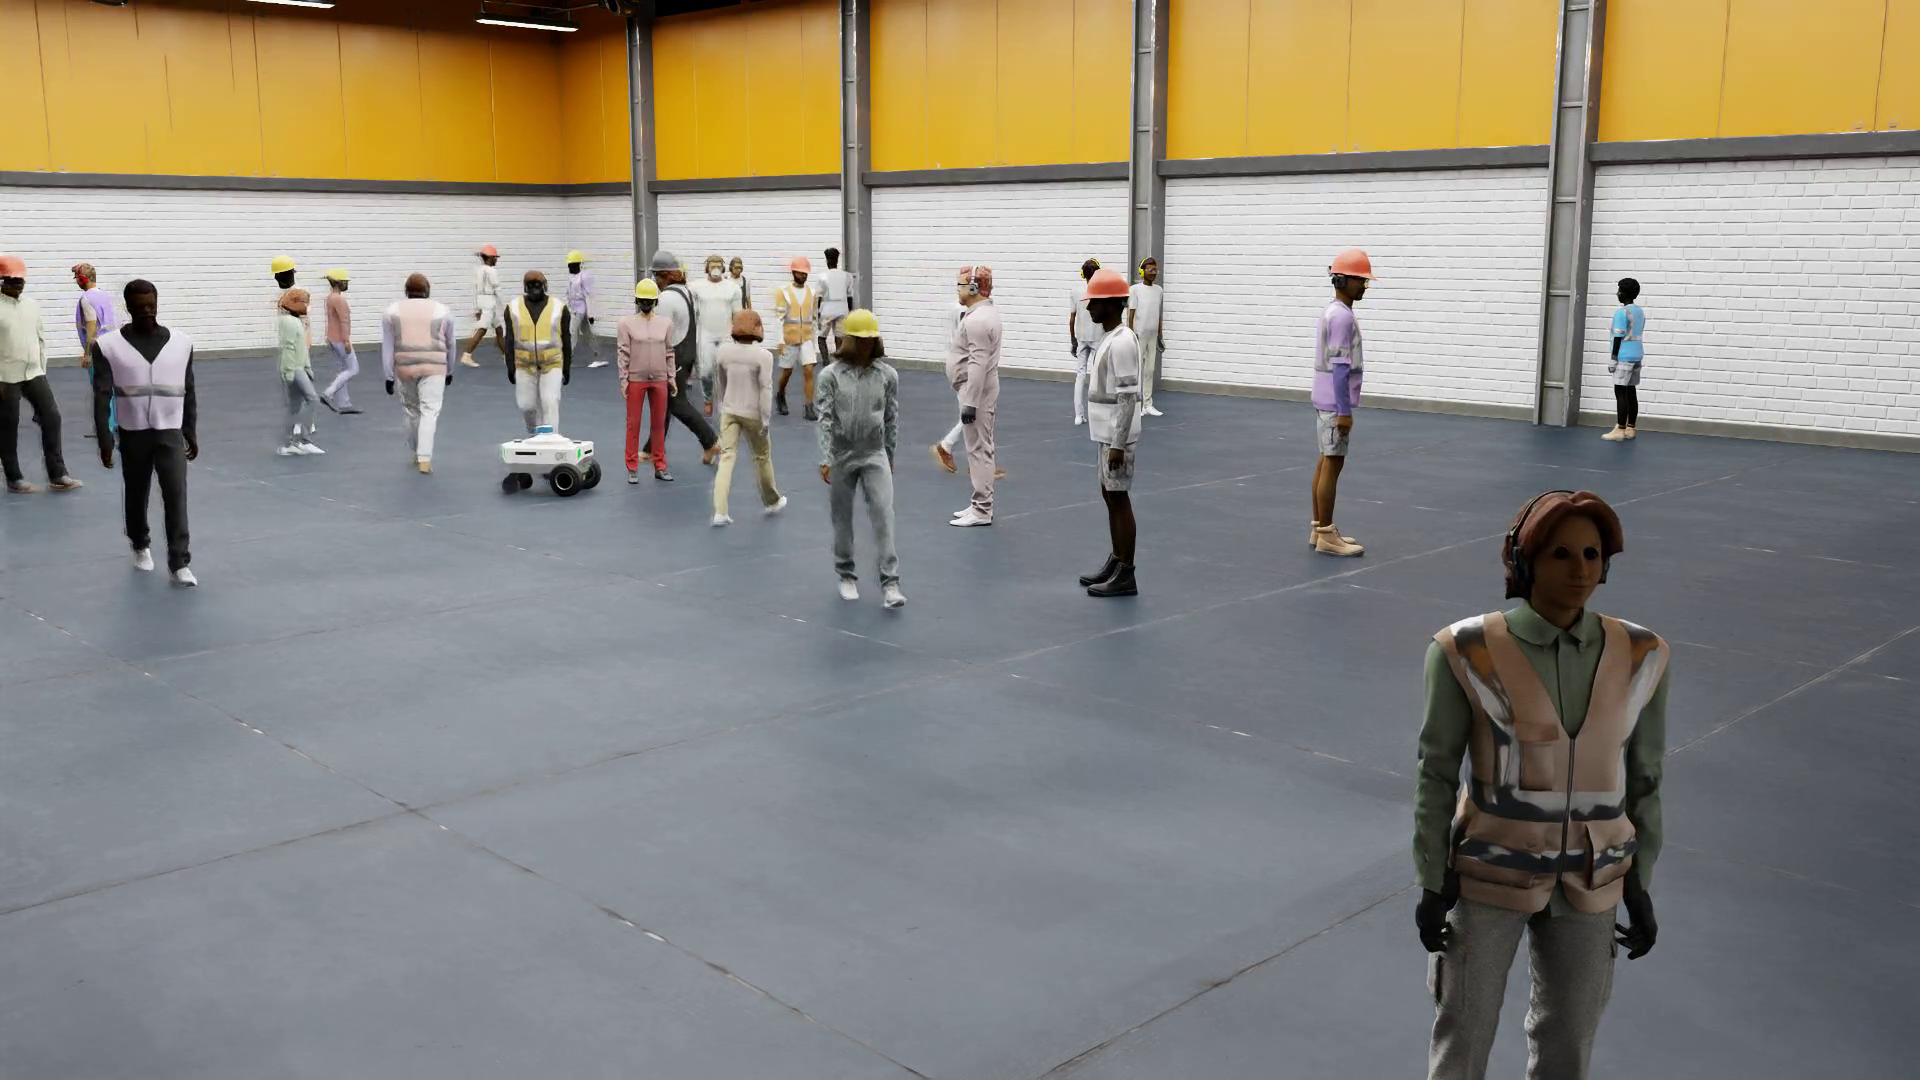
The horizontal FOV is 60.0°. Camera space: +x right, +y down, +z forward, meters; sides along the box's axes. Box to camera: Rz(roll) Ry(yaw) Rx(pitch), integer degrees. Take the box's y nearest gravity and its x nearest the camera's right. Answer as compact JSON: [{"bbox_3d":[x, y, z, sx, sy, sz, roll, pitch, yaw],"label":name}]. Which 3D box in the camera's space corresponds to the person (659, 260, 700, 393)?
[{"bbox_3d":[-3.734,-2.854,22.373,0.616,1.795,0.829,-2,11,-11],"label":"person"}]

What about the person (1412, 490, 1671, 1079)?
[{"bbox_3d":[1.159,0.708,3.369,0.513,1.645,0.307,-1,10,-4],"label":"person"}]

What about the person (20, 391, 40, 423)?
[{"bbox_3d":[-10.822,-2.197,18.798,0.813,1.805,0.602,0,10,0],"label":"person"}]

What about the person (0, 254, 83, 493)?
[{"bbox_3d":[-7.655,-1.343,13.656,0.784,1.967,0.665,4,11,20],"label":"person"}]

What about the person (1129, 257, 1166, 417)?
[{"bbox_3d":[2.210,-2.388,19.632,0.516,1.873,0.329,-7,13,-34],"label":"person"}]

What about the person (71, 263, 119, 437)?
[{"bbox_3d":[-9.143,-2.007,17.641,0.389,1.837,0.563,-2,11,-9],"label":"person"}]

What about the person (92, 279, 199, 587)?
[{"bbox_3d":[-5.056,-0.684,10.339,0.607,1.879,0.992,-8,13,-37],"label":"person"}]

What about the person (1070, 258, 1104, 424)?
[{"bbox_3d":[1.477,-2.225,18.746,0.514,1.872,0.328,5,12,27],"label":"person"}]

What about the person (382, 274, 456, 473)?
[{"bbox_3d":[-4.899,-1.516,15.142,0.619,1.787,0.994,-1,10,-6],"label":"person"}]

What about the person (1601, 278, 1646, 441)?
[{"bbox_3d":[6.946,-1.881,17.356,0.320,1.693,0.533,10,14,44],"label":"person"}]

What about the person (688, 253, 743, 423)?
[{"bbox_3d":[-2.788,-2.307,19.023,0.658,1.925,0.496,-3,11,-15],"label":"person"}]

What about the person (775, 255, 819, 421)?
[{"bbox_3d":[-1.924,-2.364,19.423,0.549,1.909,0.879,-5,11,-23],"label":"person"}]

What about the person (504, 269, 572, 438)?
[{"bbox_3d":[-3.993,-1.655,15.788,0.623,1.825,0.616,-1,10,-8],"label":"person"}]

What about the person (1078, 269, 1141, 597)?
[{"bbox_3d":[0.879,-0.629,9.858,0.375,1.935,0.551,-1,10,-3],"label":"person"}]

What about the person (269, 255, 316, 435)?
[{"bbox_3d":[-7.173,-2.090,17.879,0.381,1.917,0.585,-6,12,-28],"label":"person"}]

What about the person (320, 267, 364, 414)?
[{"bbox_3d":[-7.373,-2.356,19.745,0.442,1.752,0.549,-7,13,-34],"label":"person"}]

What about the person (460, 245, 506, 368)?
[{"bbox_3d":[-7.660,-3.774,26.913,1.080,1.993,0.604,-7,12,-32],"label":"person"}]

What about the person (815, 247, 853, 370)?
[{"bbox_3d":[-1.881,-3.357,24.664,0.626,1.959,0.459,-4,11,-23],"label":"person"}]

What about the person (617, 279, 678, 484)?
[{"bbox_3d":[-2.694,-1.368,14.373,0.523,1.762,0.329,-6,12,-28],"label":"person"}]

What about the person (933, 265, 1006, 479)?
[{"bbox_3d":[0.108,-1.462,14.565,0.549,1.874,0.603,4,11,19],"label":"person"}]

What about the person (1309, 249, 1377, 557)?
[{"bbox_3d":[2.555,-0.914,11.138,0.395,2.039,0.607,1,10,8],"label":"person"}]

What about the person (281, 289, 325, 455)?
[{"bbox_3d":[-6.379,-1.623,16.132,0.551,1.607,0.516,-3,11,-17],"label":"person"}]

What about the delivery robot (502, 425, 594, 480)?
[{"bbox_3d":[-3.420,-0.707,13.799,0.707,0.478,0.477,2,10,9],"label":"delivery robot"}]

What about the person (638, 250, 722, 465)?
[{"bbox_3d":[-2.631,-1.707,15.455,0.948,2.000,0.688,1,10,7],"label":"person"}]

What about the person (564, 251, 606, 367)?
[{"bbox_3d":[-6.120,-3.668,26.617,1.009,1.871,0.606,-7,12,-32],"label":"person"}]

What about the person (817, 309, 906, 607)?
[{"bbox_3d":[-0.564,-0.449,9.498,0.498,1.706,0.841,-3,11,-14],"label":"person"}]

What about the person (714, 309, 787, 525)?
[{"bbox_3d":[-1.593,-0.919,12.399,0.514,1.585,0.879,4,11,21],"label":"person"}]

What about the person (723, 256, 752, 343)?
[{"bbox_3d":[-3.429,-3.371,25.137,0.548,1.821,0.636,-4,11,-23],"label":"person"}]

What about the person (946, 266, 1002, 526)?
[{"bbox_3d":[0.100,-1.056,12.272,0.407,1.908,0.641,1,10,6],"label":"person"}]
